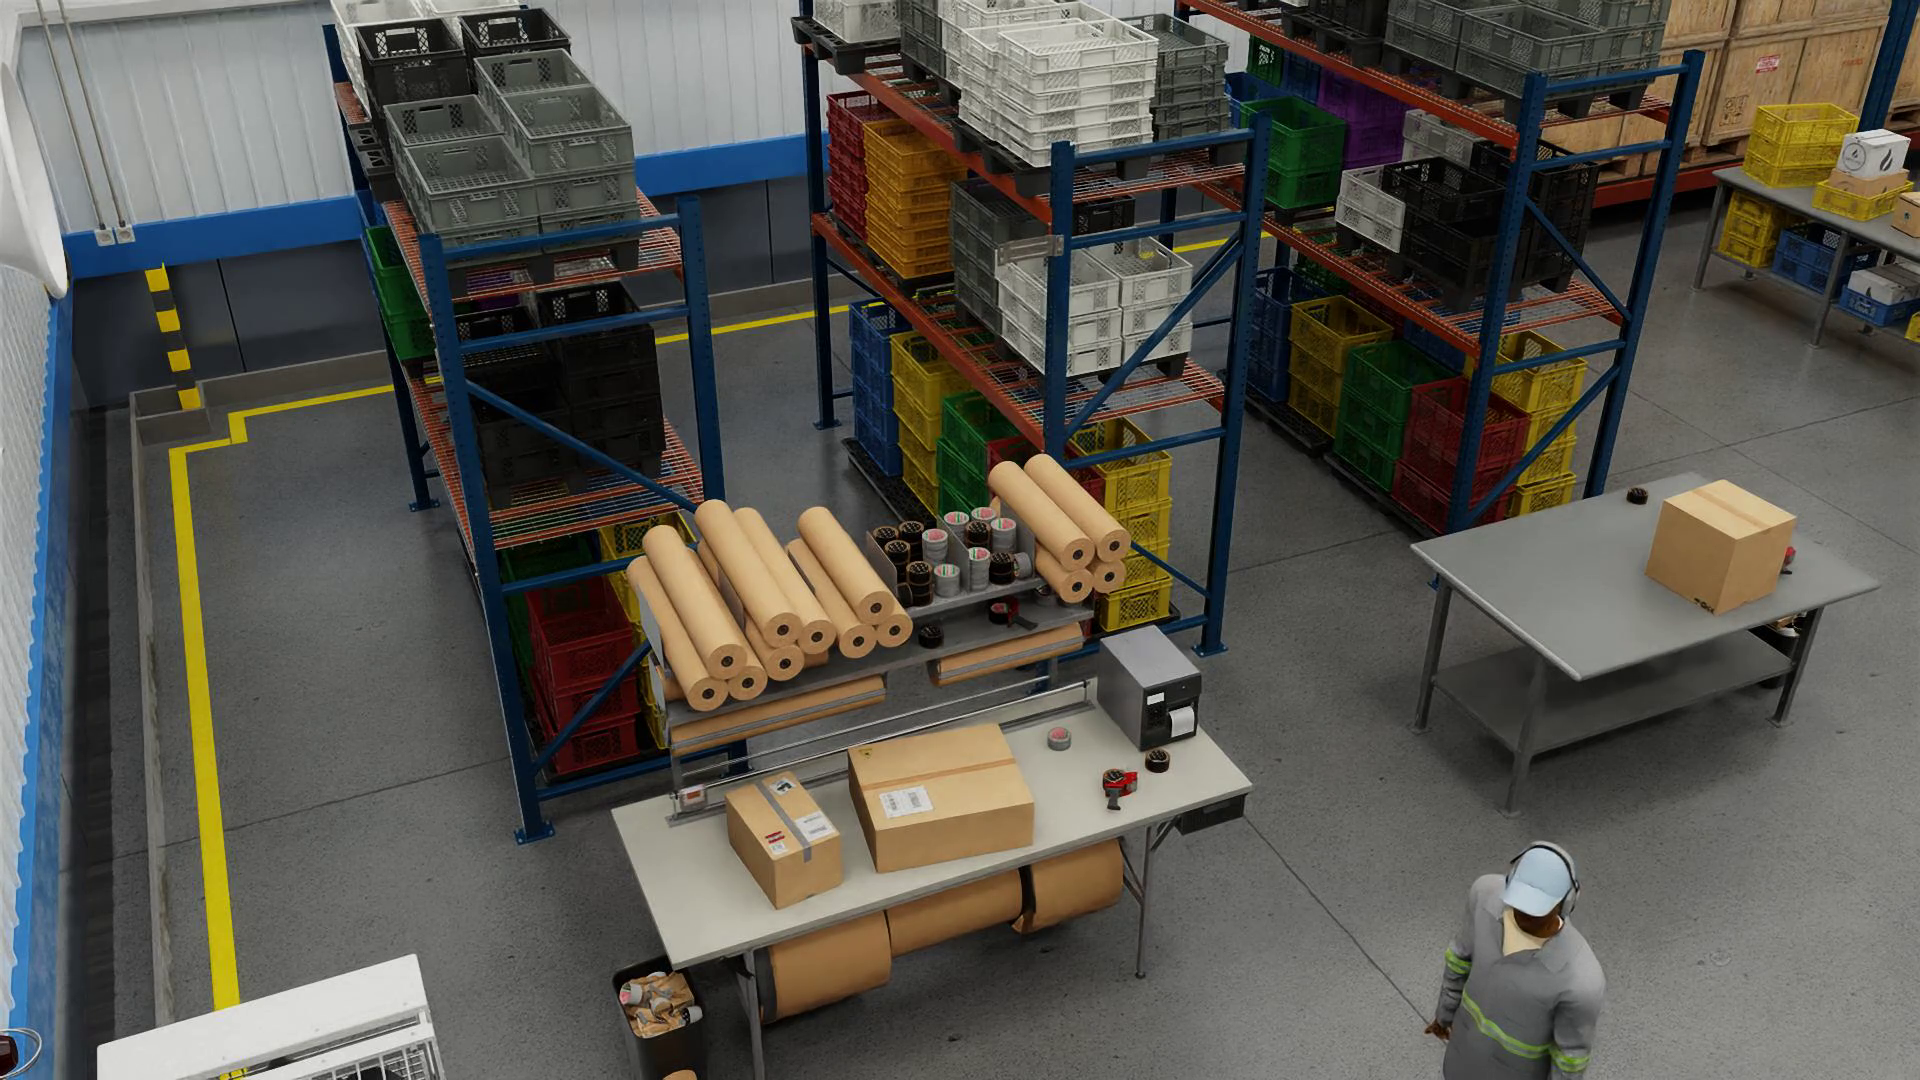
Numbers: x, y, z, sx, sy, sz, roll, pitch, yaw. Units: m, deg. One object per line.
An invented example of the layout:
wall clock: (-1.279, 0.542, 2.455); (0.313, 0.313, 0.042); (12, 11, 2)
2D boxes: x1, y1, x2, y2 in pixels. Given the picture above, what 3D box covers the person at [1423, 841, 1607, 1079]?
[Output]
person: (1.813, 1.742, 5.630); (0.369, 1.852, 0.595); (-15, 35, -23)
